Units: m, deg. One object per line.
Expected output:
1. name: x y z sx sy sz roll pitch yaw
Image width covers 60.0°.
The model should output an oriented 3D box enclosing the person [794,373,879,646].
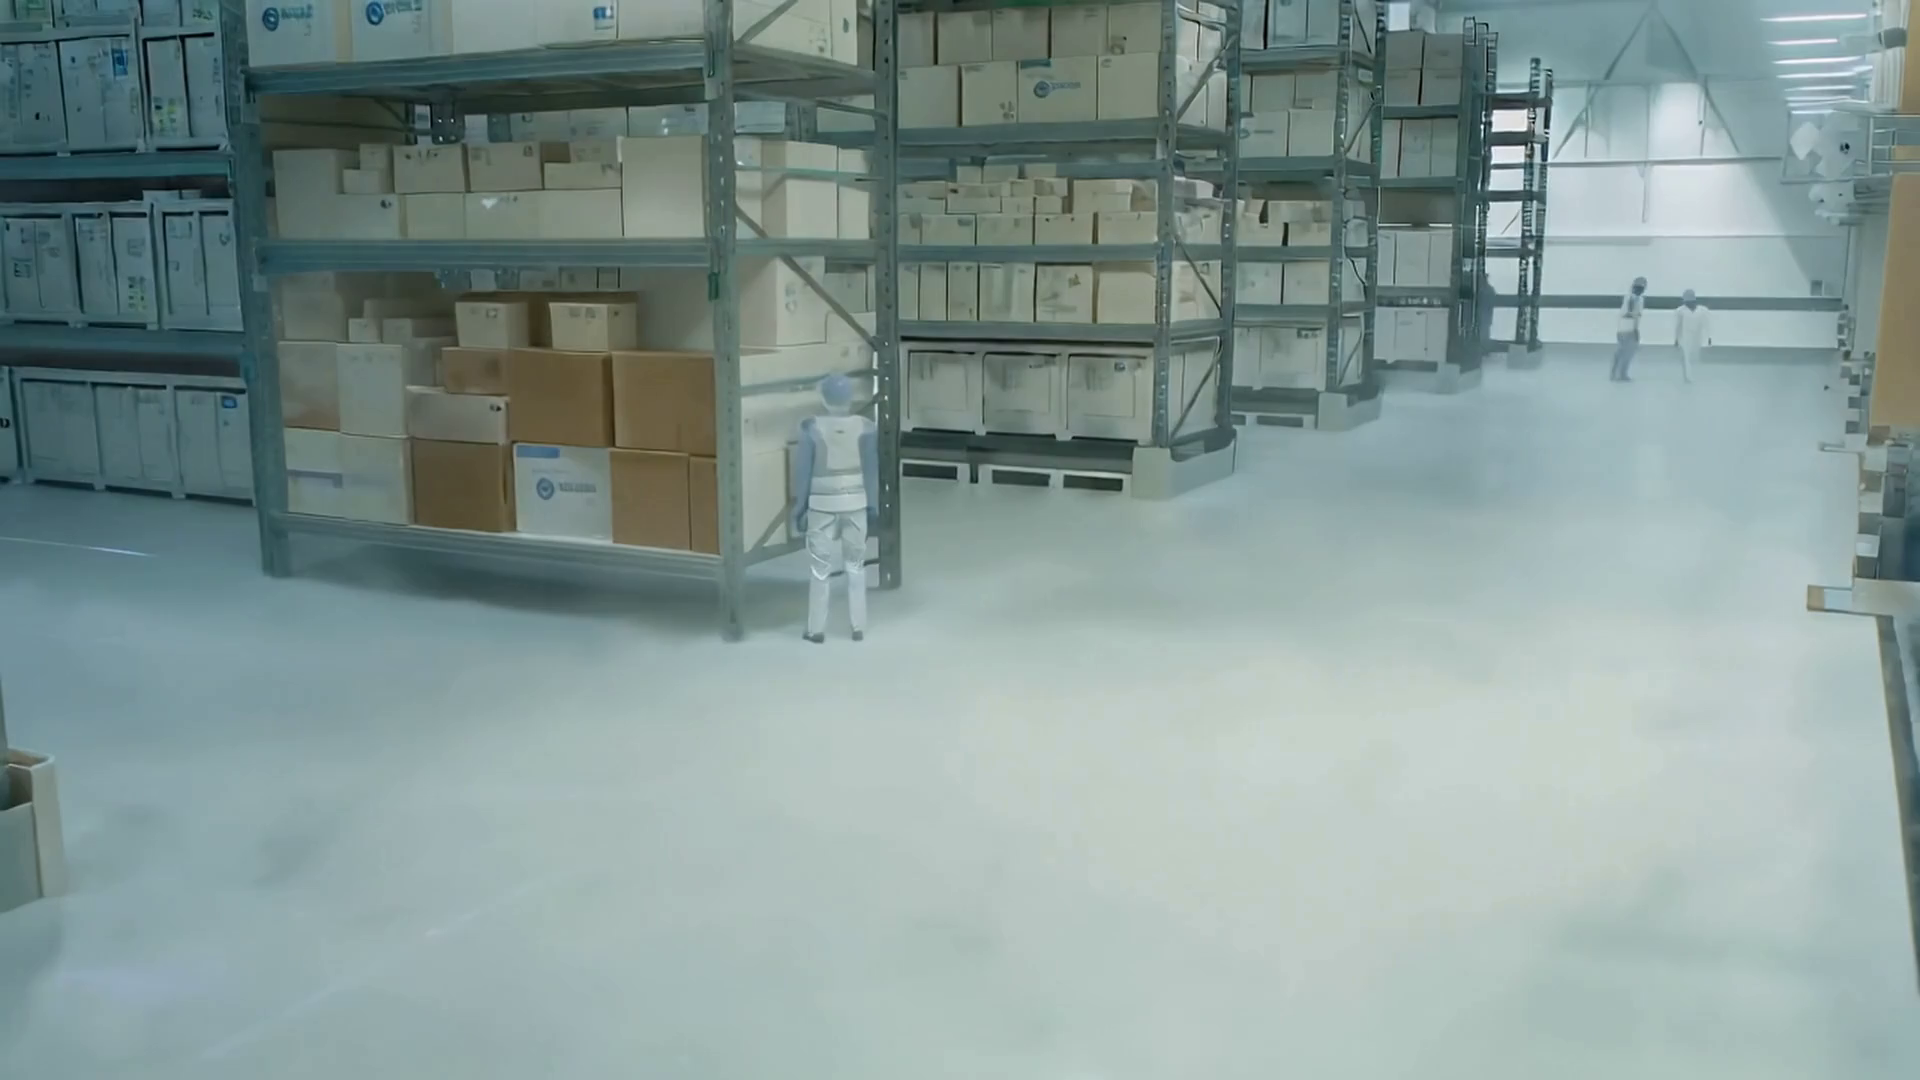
1. person: -0.727 -0.179 9.898 0.526 1.631 0.321 -4 11 -23

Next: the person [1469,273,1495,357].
1. person: 11.729 -5.063 37.470 0.697 1.881 0.578 -5 11 -29

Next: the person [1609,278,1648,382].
1. person: 12.108 -3.791 30.064 0.417 1.897 0.659 -2 10 -9

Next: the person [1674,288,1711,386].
1. person: 12.910 -3.587 29.370 0.599 1.718 0.652 2 10 10
